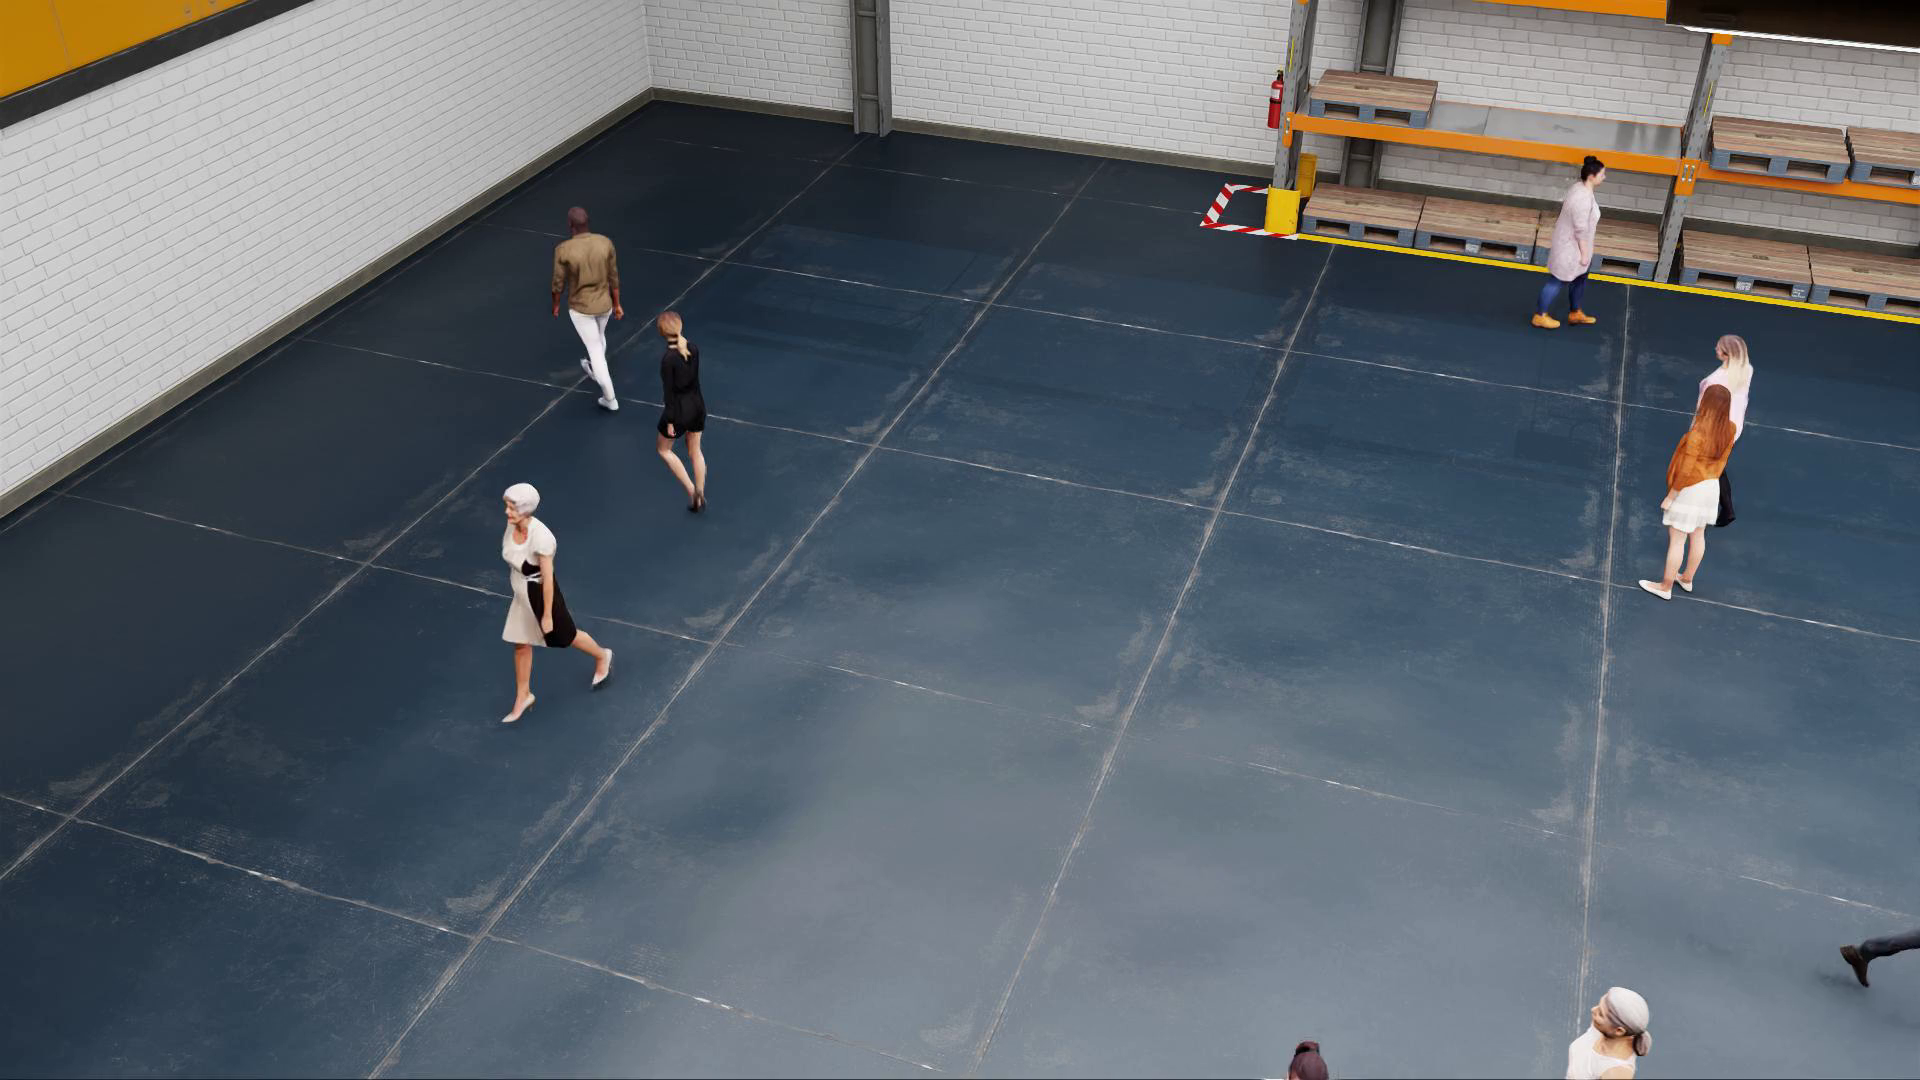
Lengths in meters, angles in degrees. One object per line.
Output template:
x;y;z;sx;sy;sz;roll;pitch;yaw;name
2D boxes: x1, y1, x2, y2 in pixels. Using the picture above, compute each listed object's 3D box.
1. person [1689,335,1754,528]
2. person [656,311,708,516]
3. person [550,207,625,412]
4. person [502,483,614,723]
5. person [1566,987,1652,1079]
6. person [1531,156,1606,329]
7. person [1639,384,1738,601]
5.856;-0.777;12.748;0.879;1.668;0.930;-11;35;-16;person
-2.087;-0.931;12.902;0.693;1.754;0.667;19;38;26;person
-3.164;-1.967;14.425;1.073;1.793;1.230;-24;41;-32;person
-2.675;0.376;10.974;1.130;1.712;0.992;28;43;36;person
2.872;2.654;7.556;0.552;1.702;0.627;8;34;12;person
5.707;-2.805;15.746;0.809;1.726;0.693;11;35;15;person
5.332;-0.344;12.047;0.715;1.723;0.774;-14;36;-21;person
